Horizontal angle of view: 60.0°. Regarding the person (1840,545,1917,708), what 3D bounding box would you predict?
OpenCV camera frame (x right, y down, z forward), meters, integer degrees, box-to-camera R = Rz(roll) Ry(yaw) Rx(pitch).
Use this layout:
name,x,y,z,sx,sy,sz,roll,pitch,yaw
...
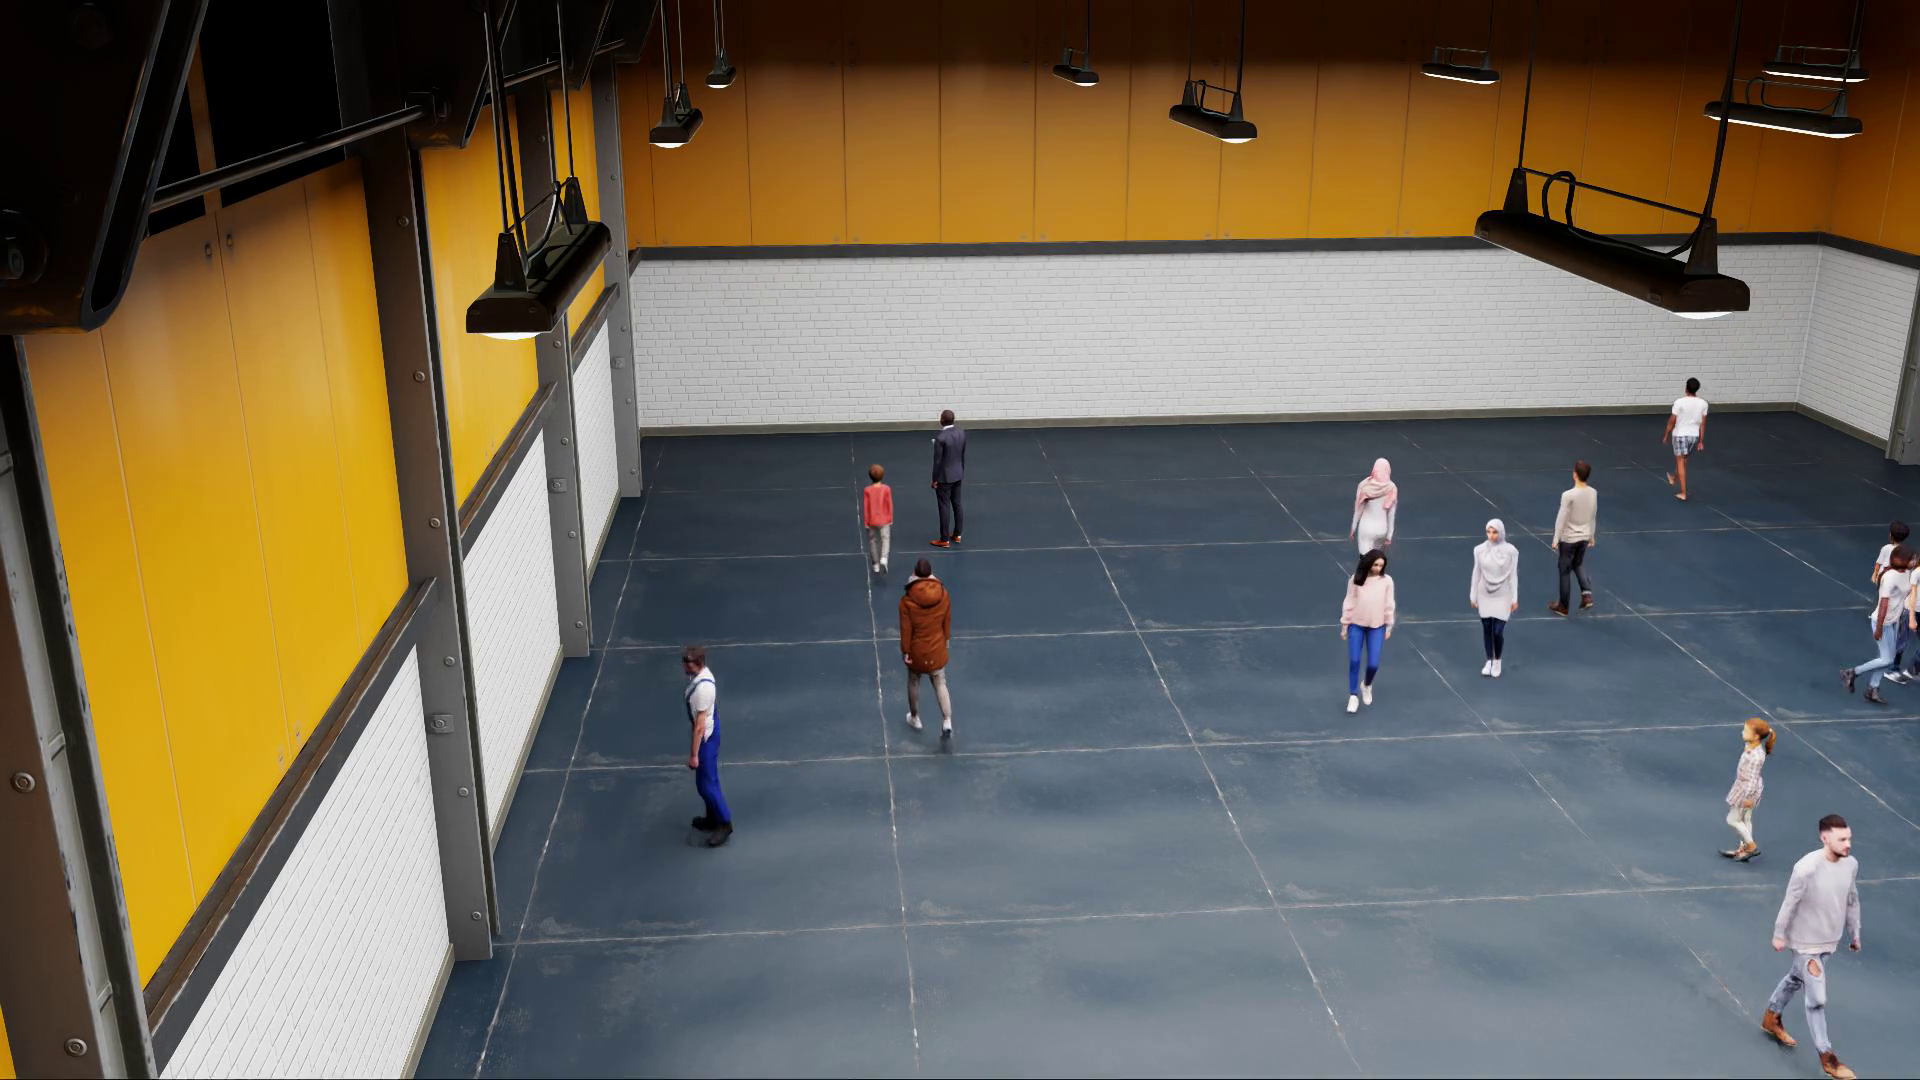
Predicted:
name,x,y,z,sx,sy,sz,roll,pitch,yaw
person,9.348,0.843,16.926,0.796,1.710,0.867,-15,24,-37

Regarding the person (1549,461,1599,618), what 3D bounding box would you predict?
name,x,y,z,sx,sy,sz,roll,pitch,yaw
person,7.124,0.024,19.131,0.786,1.857,0.877,-8,20,-23

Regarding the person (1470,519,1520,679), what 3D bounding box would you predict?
name,x,y,z,sx,sy,sz,roll,pitch,yaw
person,5.679,0.601,17.580,0.763,1.752,0.809,12,22,31

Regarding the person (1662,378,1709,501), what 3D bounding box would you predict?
name,x,y,z,sx,sy,sz,roll,pitch,yaw
person,10.325,-1.395,23.623,0.671,1.678,1.131,-1,19,-2

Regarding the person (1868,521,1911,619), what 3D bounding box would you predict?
name,x,y,z,sx,sy,sz,roll,pitch,yaw
person,10.586,0.423,18.904,0.471,1.244,0.825,-1,19,-4

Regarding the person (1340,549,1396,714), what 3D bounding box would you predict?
name,x,y,z,sx,sy,sz,roll,pitch,yaw
person,4.099,0.874,16.773,0.781,1.749,0.786,6,19,16

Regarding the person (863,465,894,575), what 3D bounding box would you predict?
name,x,y,z,sx,sy,sz,roll,pitch,yaw
person,-1.006,-0.235,20.597,0.514,1.410,0.723,-2,19,-5

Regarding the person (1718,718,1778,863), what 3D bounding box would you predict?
name,x,y,z,sx,sy,sz,roll,pitch,yaw
person,6.636,2.097,13.845,0.695,1.301,0.615,9,20,24

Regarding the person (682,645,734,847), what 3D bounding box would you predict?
name,x,y,z,sx,sy,sz,roll,pitch,yaw
person,-2.155,1.712,14.167,0.758,1.825,0.514,3,19,8

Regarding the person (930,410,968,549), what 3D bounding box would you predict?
name,x,y,z,sx,sy,sz,roll,pitch,yaw
person,-0.143,-0.818,21.680,0.791,1.824,0.825,-17,25,-40

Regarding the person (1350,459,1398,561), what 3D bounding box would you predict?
name,x,y,z,sx,sy,sz,roll,pitch,yaw
person,4.844,-0.048,19.476,0.697,1.772,1.168,0,19,0

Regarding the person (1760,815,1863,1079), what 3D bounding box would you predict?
name,x,y,z,sx,sy,sz,roll,pitch,yaw
person,5.761,2.668,11.356,0.901,1.807,1.151,-7,20,-20

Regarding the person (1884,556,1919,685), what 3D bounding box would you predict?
name,x,y,z,sx,sy,sz,roll,pitch,yaw
person,9.960,0.747,17.473,0.617,1.544,0.679,-6,20,-17

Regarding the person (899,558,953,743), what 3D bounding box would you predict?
name,x,y,z,sx,sy,sz,roll,pitch,yaw
person,-0.296,1.081,16.057,0.862,1.814,1.167,-6,20,-18
